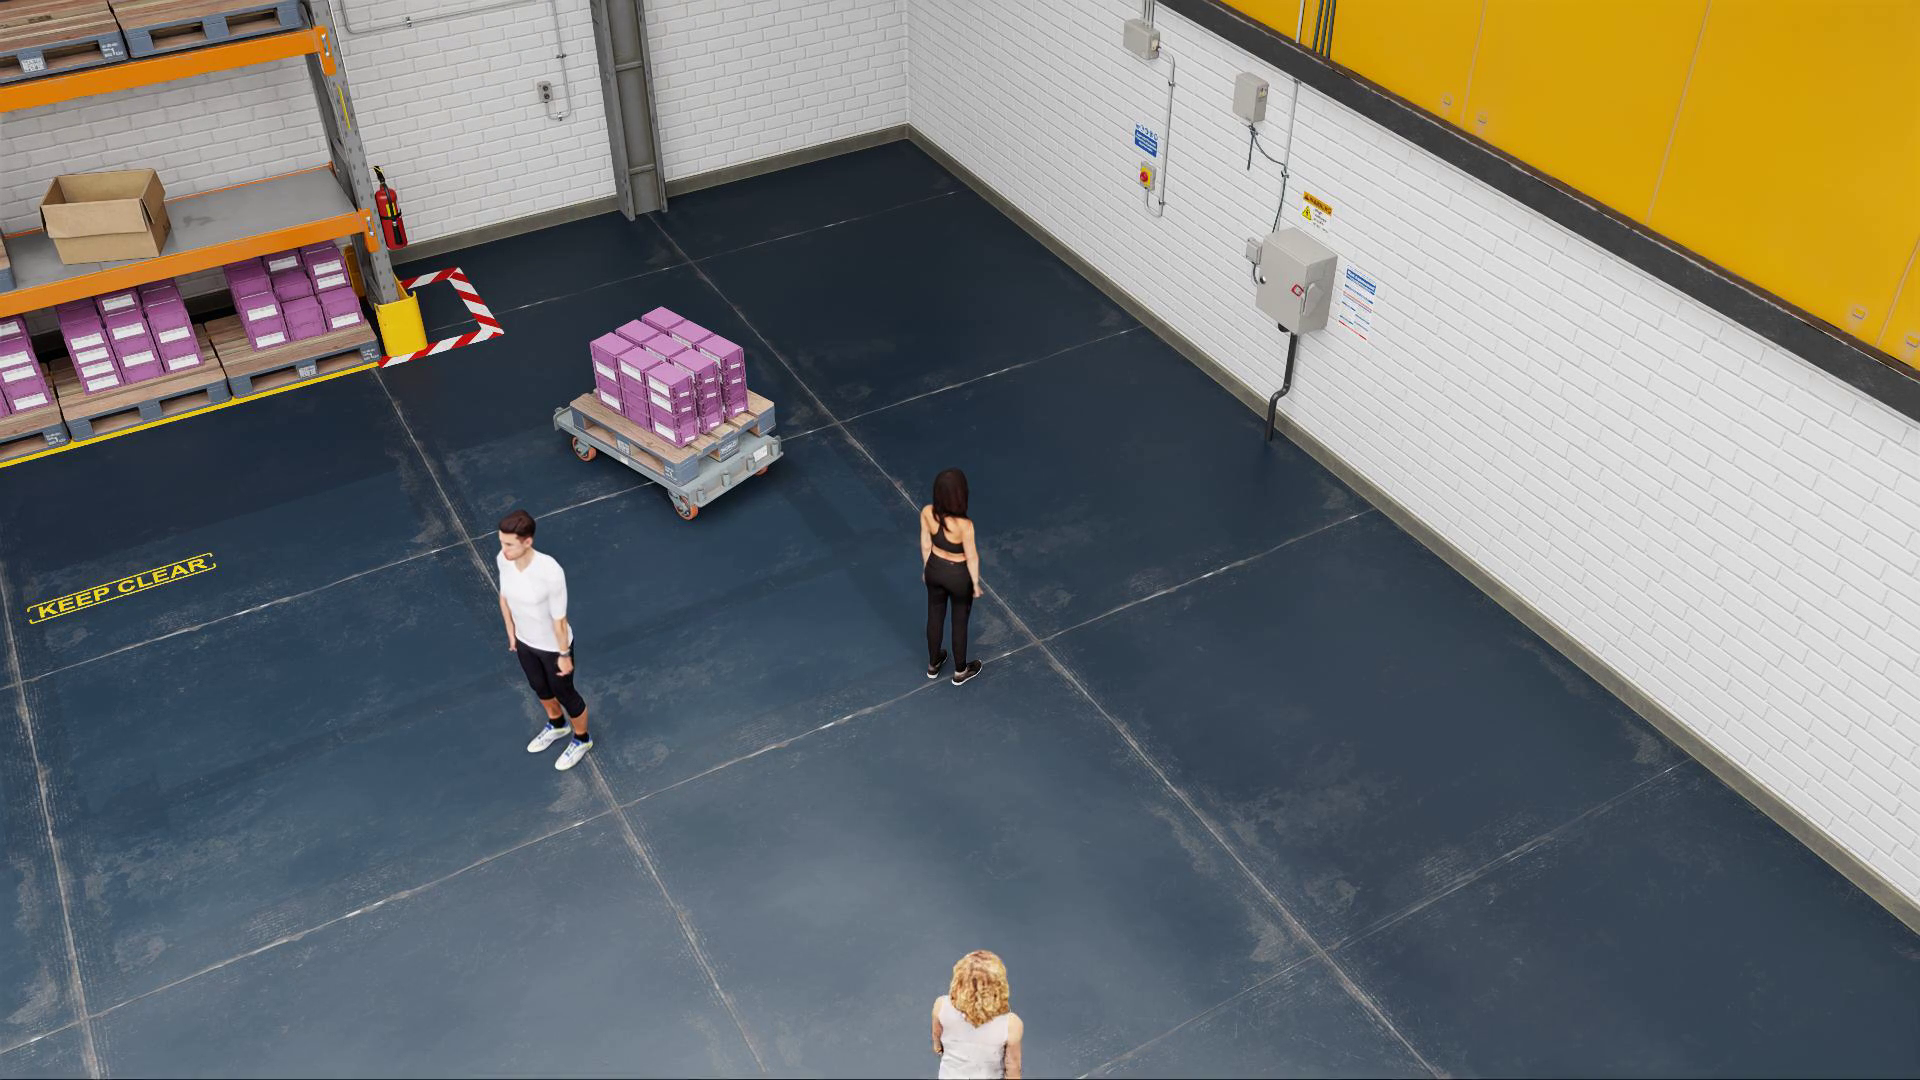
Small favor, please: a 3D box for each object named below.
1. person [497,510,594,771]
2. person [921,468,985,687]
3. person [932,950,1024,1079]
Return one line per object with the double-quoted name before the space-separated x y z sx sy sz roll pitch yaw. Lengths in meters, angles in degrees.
"person" -2.471 0.573 9.882 0.740 1.848 0.742 20 43 23
"person" -0.072 0.233 10.472 0.625 1.644 0.645 18 42 21
"person" 0.031 2.536 7.600 1.032 1.630 1.088 9 39 11
